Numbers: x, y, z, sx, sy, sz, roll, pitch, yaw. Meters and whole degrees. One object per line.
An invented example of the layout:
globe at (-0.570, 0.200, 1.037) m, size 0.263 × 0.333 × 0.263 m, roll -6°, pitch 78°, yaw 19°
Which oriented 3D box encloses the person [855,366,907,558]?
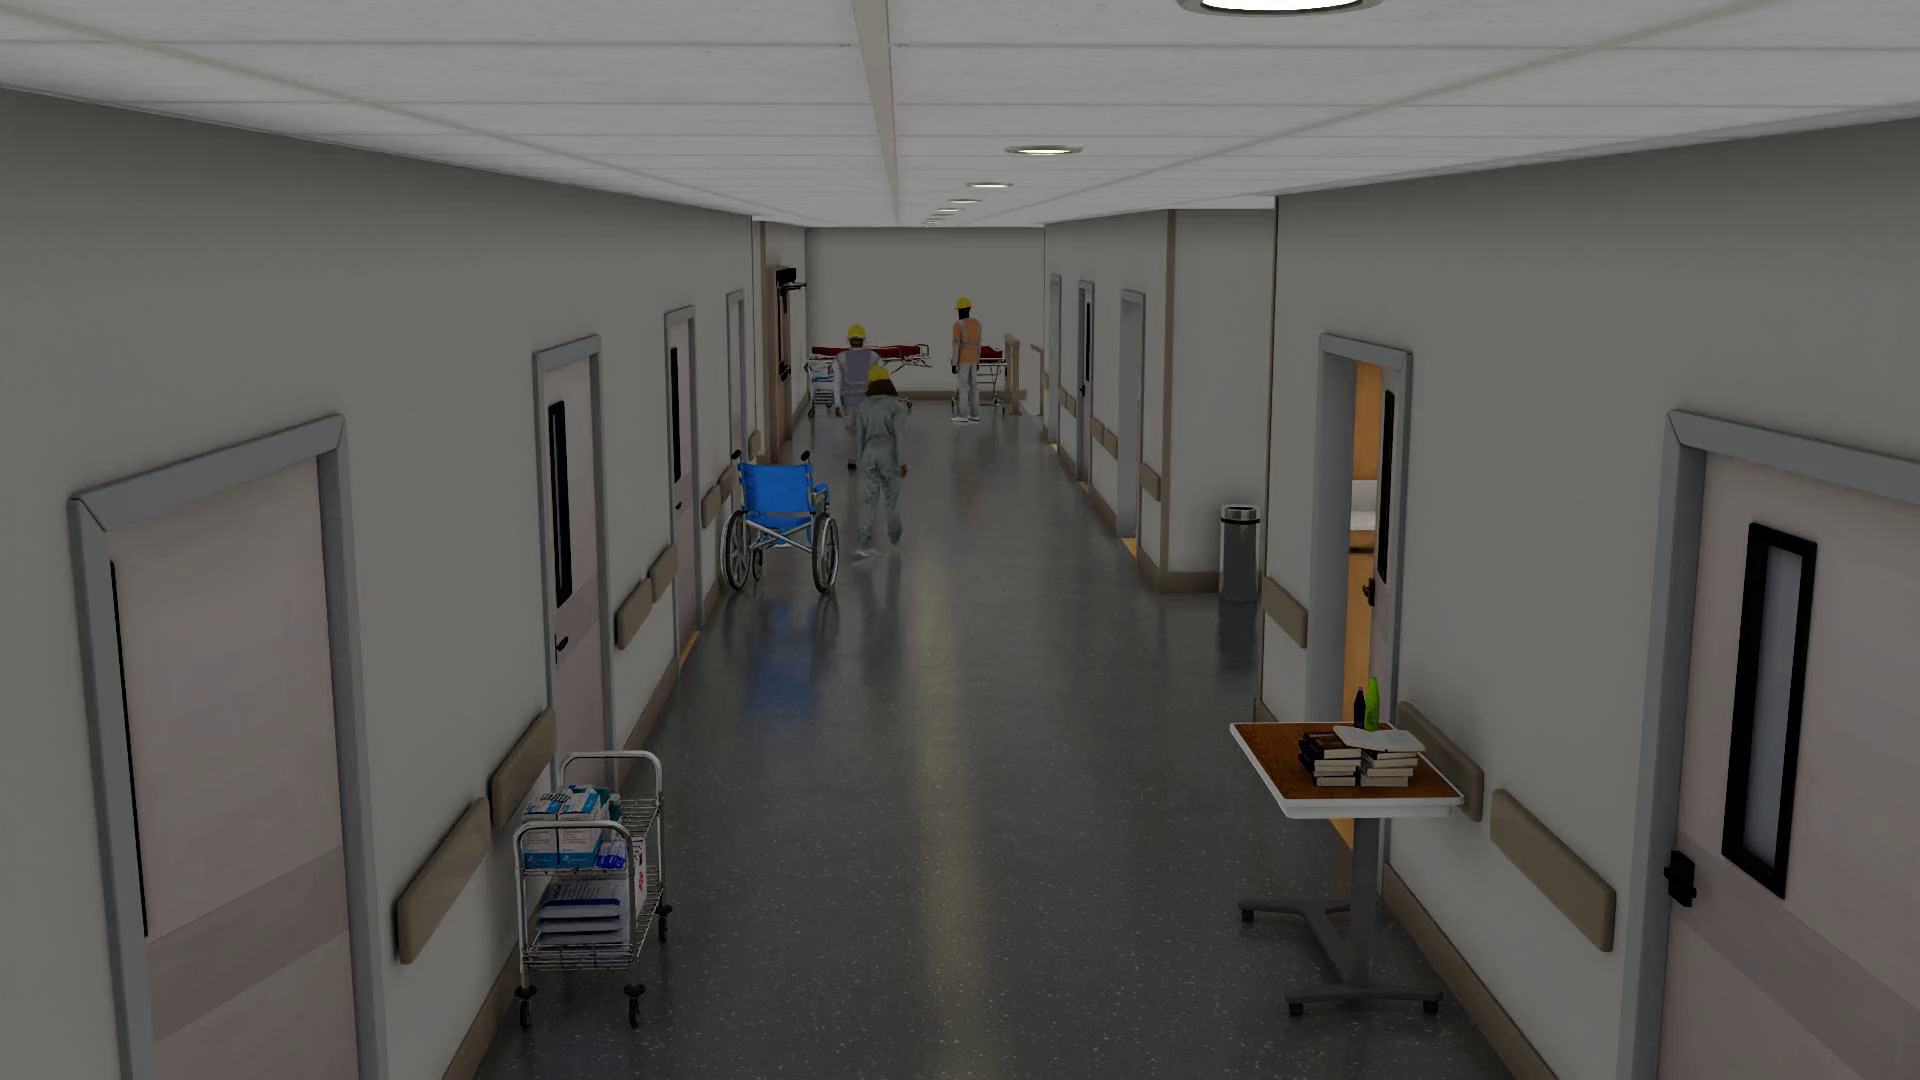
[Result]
person at (-0.698, -0.700, 14.773) m, size 0.526 × 1.675 × 0.884 m, roll 3°, pitch 11°, yaw 18°

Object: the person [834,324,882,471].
person at (-1.208, -1.682, 19.913) m, size 0.602 × 1.806 × 0.839 m, roll -1°, pitch 10°, yaw -7°

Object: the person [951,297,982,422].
person at (0.084, -2.777, 25.675) m, size 0.397 × 1.920 × 0.586 m, roll 9°, pitch 14°, yaw 42°
